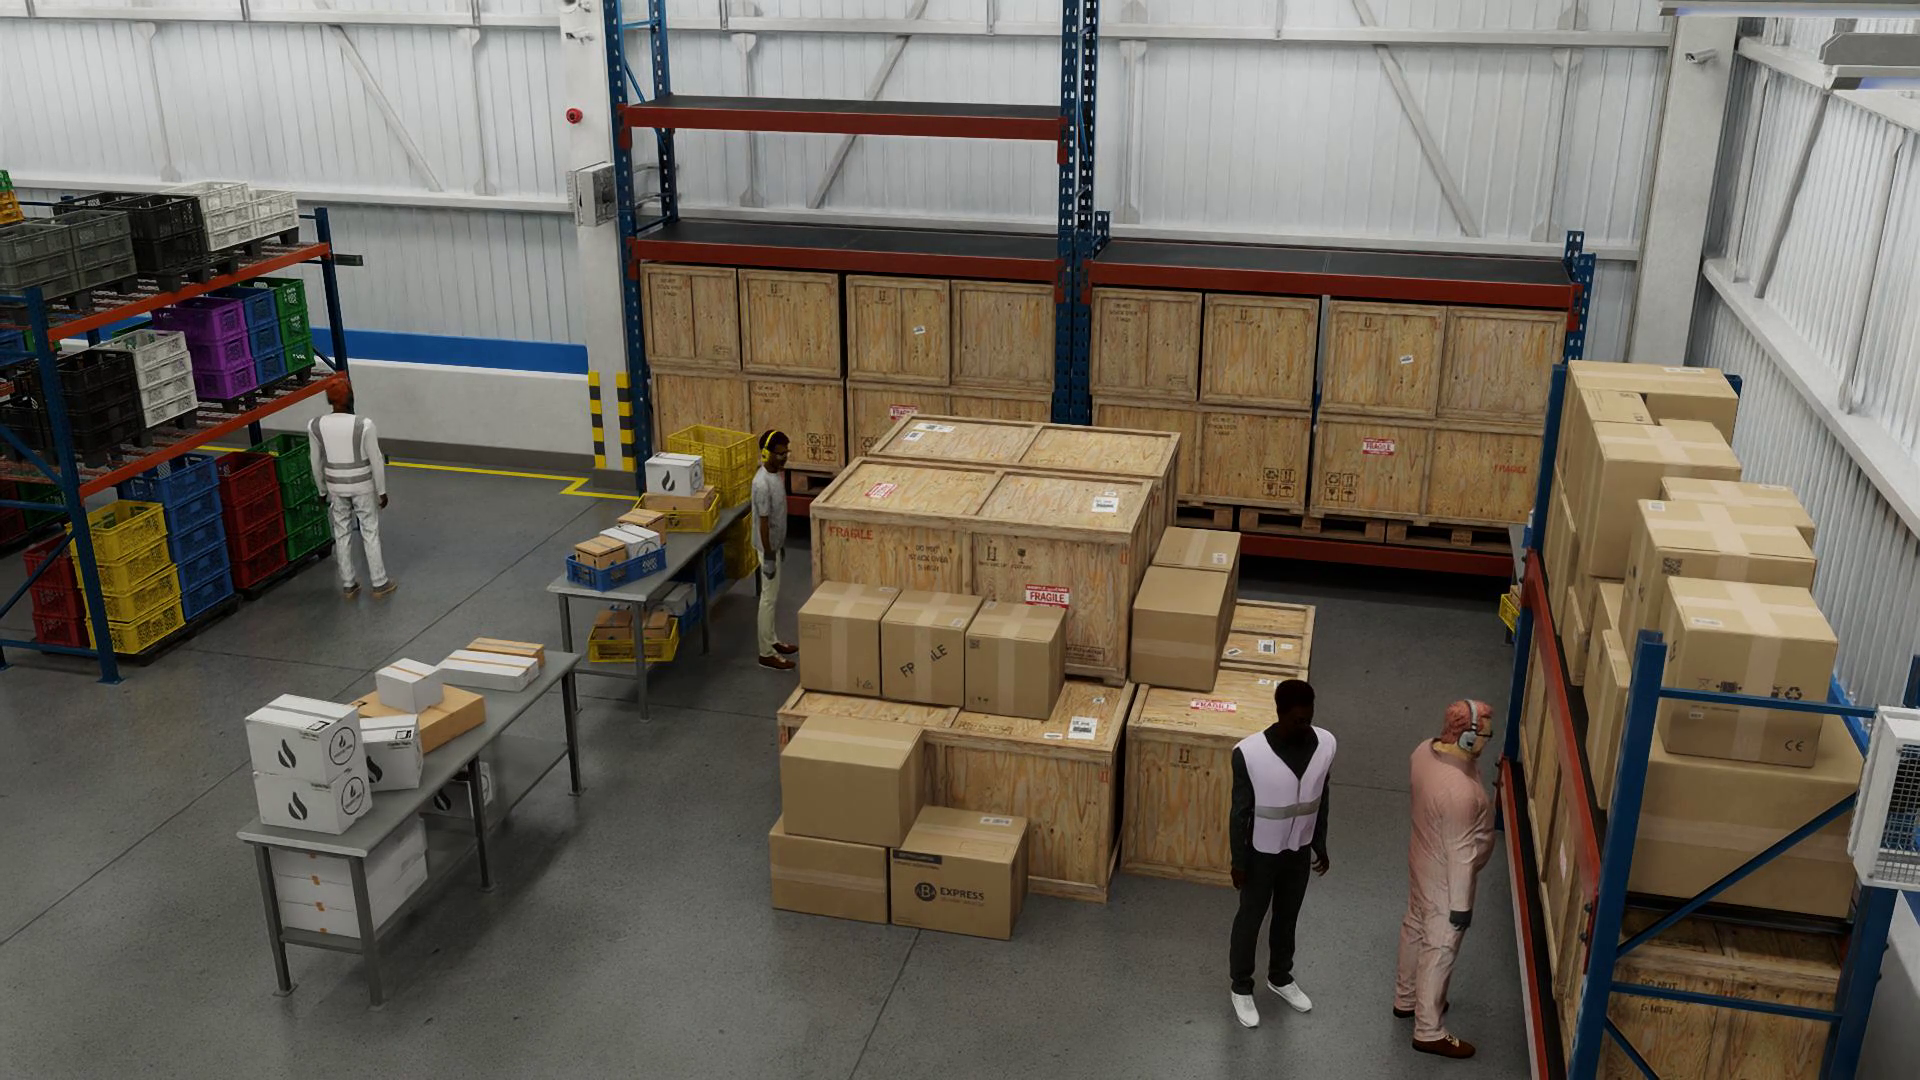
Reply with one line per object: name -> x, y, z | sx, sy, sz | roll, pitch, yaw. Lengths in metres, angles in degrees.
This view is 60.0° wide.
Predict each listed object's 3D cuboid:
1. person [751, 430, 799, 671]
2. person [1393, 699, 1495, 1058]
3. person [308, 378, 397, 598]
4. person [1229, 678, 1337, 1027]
person -> -1.414, 0.060, 12.639 | 0.331, 1.864, 0.513 | 1, 21, 1
person -> 2.453, 1.674, 8.360 | 0.407, 1.905, 0.638 | -1, 21, -2
person -> -5.076, -0.426, 13.879 | 0.583, 1.882, 0.337 | 0, 21, 1
person -> 1.643, 1.581, 8.583 | 0.593, 1.918, 0.391 | -9, 23, -22
